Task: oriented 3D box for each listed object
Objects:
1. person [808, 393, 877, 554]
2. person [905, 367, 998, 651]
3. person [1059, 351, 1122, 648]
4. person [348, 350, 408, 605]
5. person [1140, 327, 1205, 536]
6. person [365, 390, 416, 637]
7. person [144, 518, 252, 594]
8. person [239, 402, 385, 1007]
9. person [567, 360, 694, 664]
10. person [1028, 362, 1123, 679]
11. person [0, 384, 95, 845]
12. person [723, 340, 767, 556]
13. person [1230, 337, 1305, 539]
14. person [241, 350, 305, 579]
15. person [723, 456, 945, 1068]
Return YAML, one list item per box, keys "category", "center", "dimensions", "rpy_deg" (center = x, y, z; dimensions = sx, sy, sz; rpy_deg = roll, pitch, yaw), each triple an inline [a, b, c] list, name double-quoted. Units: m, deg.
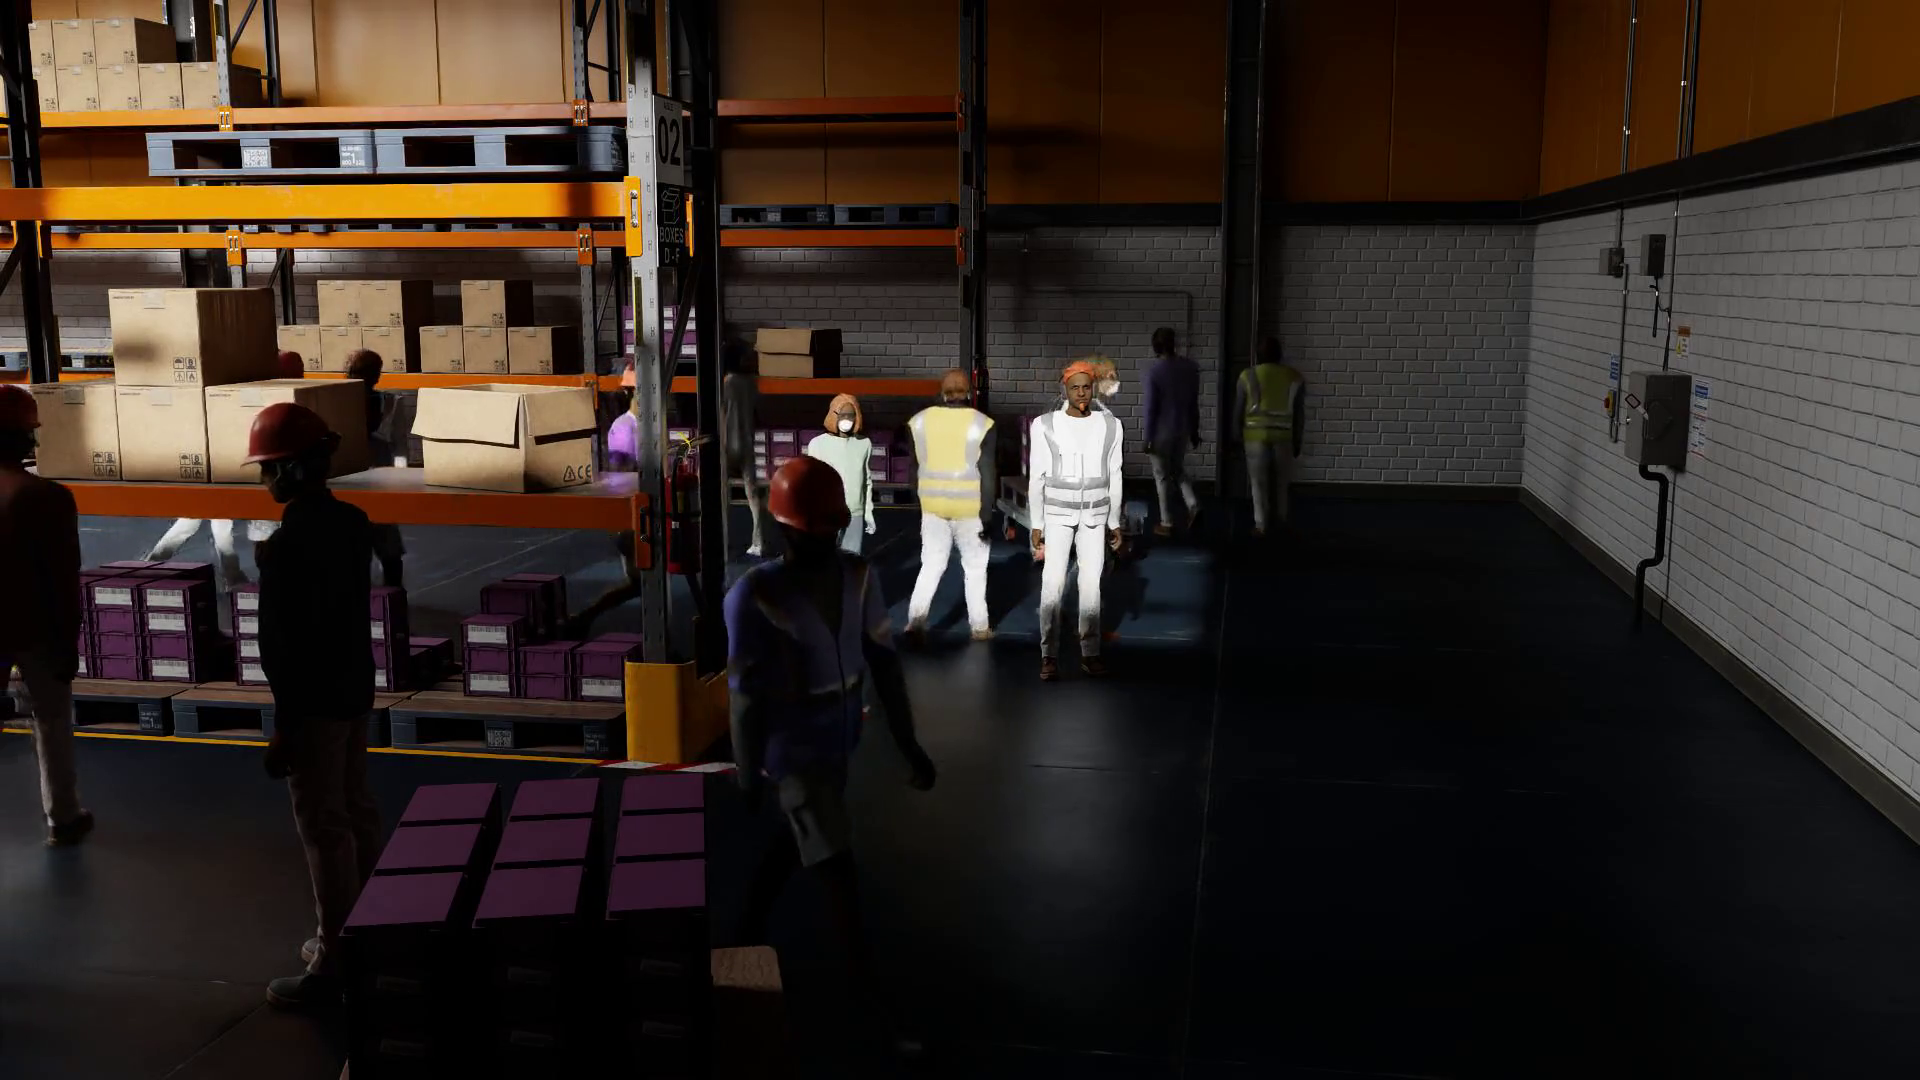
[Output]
- category: "person"
  center: [-0.764, -0.138, 10.797]
  dimensions: [0.498, 1.633, 0.281]
  rpy_deg: [-7, 12, -39]
- category: "person"
  center: [-0.059, -0.191, 10.616]
  dimensions: [0.634, 1.819, 0.763]
  rpy_deg: [3, 10, 18]
- category: "person"
  center: [0.854, -0.245, 10.568]
  dimensions: [0.462, 1.908, 0.653]
  rpy_deg: [-3, 10, -17]
- category: "person"
  center: [-4.250, -0.406, 11.800]
  dimensions: [0.647, 1.868, 0.422]
  rpy_deg: [-3, 10, -20]
- category: "person"
  center: [1.913, -0.963, 15.035]
  dimensions: [0.643, 1.917, 0.511]
  rpy_deg: [-6, 11, -32]
- category: "person"
  center: [-3.849, -0.133, 10.650]
  dimensions: [0.767, 1.676, 0.533]
  rpy_deg: [3, 10, 18]
- category: "person"
  center: [-5.709, -0.512, 12.343]
  dimensions: [0.905, 1.892, 0.585]
  rpy_deg: [-4, 10, -21]
- category: "person"
  center: [-2.132, 0.536, 5.513]
  dimensions: [0.387, 1.991, 0.611]
  rpy_deg: [0, 9, 1]
- category: "person"
  center: [-2.007, -0.142, 9.996]
  dimensions: [0.737, 1.916, 0.548]
  rpy_deg: [1, 9, 9]
- category: "person"
  center: [0.690, -0.112, 9.868]
  dimensions: [0.573, 1.883, 0.356]
  rpy_deg: [-2, 9, -10]
- category: "person"
  center: [-3.852, 0.359, 6.696]
  dimensions: [0.622, 1.968, 0.850]
  rpy_deg: [-1, 9, -6]
- category: "person"
  center: [-1.949, -0.791, 14.275]
  dimensions: [0.538, 1.824, 0.981]
  rpy_deg: [-7, 11, -36]
- category: "person"
  center: [2.777, -0.923, 15.097]
  dimensions: [0.631, 1.817, 0.495]
  rpy_deg: [-1, 9, -6]
- category: "person"
  center: [-4.636, -0.340, 11.279]
  dimensions: [0.572, 1.893, 0.816]
  rpy_deg: [-5, 10, -29]
- category: "person"
  center: [-0.477, 0.649, 5.223]
  dimensions: [1.045, 1.870, 0.556]
  rpy_deg: [7, 12, 38]
